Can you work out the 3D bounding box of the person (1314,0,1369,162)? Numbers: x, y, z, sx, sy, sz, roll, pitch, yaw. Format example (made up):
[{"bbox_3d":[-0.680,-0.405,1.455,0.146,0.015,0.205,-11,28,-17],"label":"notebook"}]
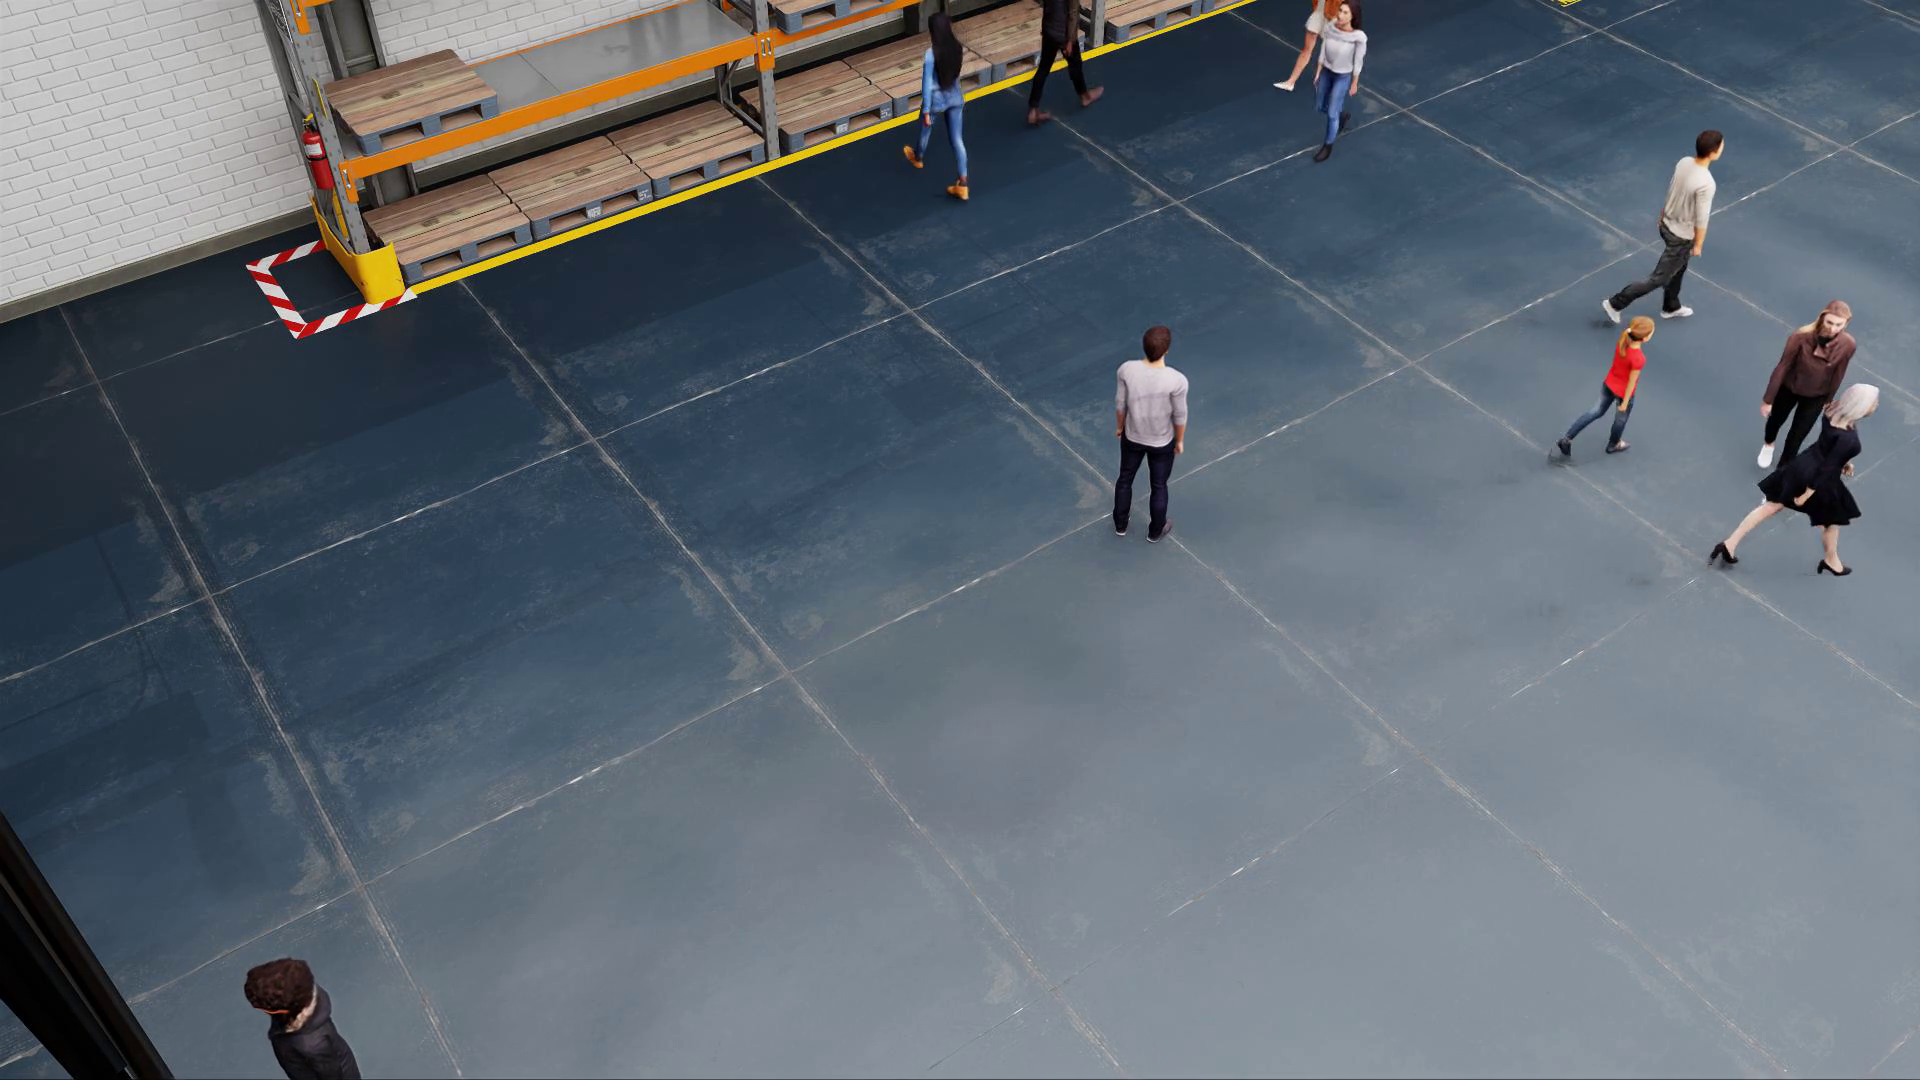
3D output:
[{"bbox_3d":[3.595,-4.370,15.656,0.832,1.618,0.672,-33,52,-30],"label":"person"}]

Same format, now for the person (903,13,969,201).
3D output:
[{"bbox_3d":[-0.082,-3.888,15.120,1.093,1.659,0.721,-30,51,-28],"label":"person"}]

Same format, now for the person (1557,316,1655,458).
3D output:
[{"bbox_3d":[4.882,-1.125,12.489,0.924,1.288,0.646,-13,45,-13],"label":"person"}]

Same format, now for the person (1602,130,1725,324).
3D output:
[{"bbox_3d":[5.793,-2.506,13.580,1.206,1.782,0.989,-5,44,-5],"label":"person"}]

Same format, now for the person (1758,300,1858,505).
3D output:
[{"bbox_3d":[6.145,-1.090,12.190,1.015,1.649,1.199,16,46,16],"label":"person"}]

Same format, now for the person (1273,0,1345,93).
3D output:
[{"bbox_3d":[3.746,-5.244,16.524,1.033,1.685,0.694,-21,48,-21],"label":"person"}]

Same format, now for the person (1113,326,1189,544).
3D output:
[{"bbox_3d":[1.322,-0.739,11.680,0.738,1.844,0.745,15,46,15],"label":"person"}]

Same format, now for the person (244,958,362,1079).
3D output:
[{"bbox_3d":[-3.132,2.608,8.215,0.590,1.778,0.626,-23,48,-22],"label":"person"}]

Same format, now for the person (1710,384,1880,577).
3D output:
[{"bbox_3d":[5.765,-0.391,11.431,1.215,1.684,1.076,3,44,3],"label":"person"}]

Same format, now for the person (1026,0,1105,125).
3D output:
[{"bbox_3d":[0.887,-4.839,16.028,1.131,1.784,0.709,-26,49,-25],"label":"person"}]
